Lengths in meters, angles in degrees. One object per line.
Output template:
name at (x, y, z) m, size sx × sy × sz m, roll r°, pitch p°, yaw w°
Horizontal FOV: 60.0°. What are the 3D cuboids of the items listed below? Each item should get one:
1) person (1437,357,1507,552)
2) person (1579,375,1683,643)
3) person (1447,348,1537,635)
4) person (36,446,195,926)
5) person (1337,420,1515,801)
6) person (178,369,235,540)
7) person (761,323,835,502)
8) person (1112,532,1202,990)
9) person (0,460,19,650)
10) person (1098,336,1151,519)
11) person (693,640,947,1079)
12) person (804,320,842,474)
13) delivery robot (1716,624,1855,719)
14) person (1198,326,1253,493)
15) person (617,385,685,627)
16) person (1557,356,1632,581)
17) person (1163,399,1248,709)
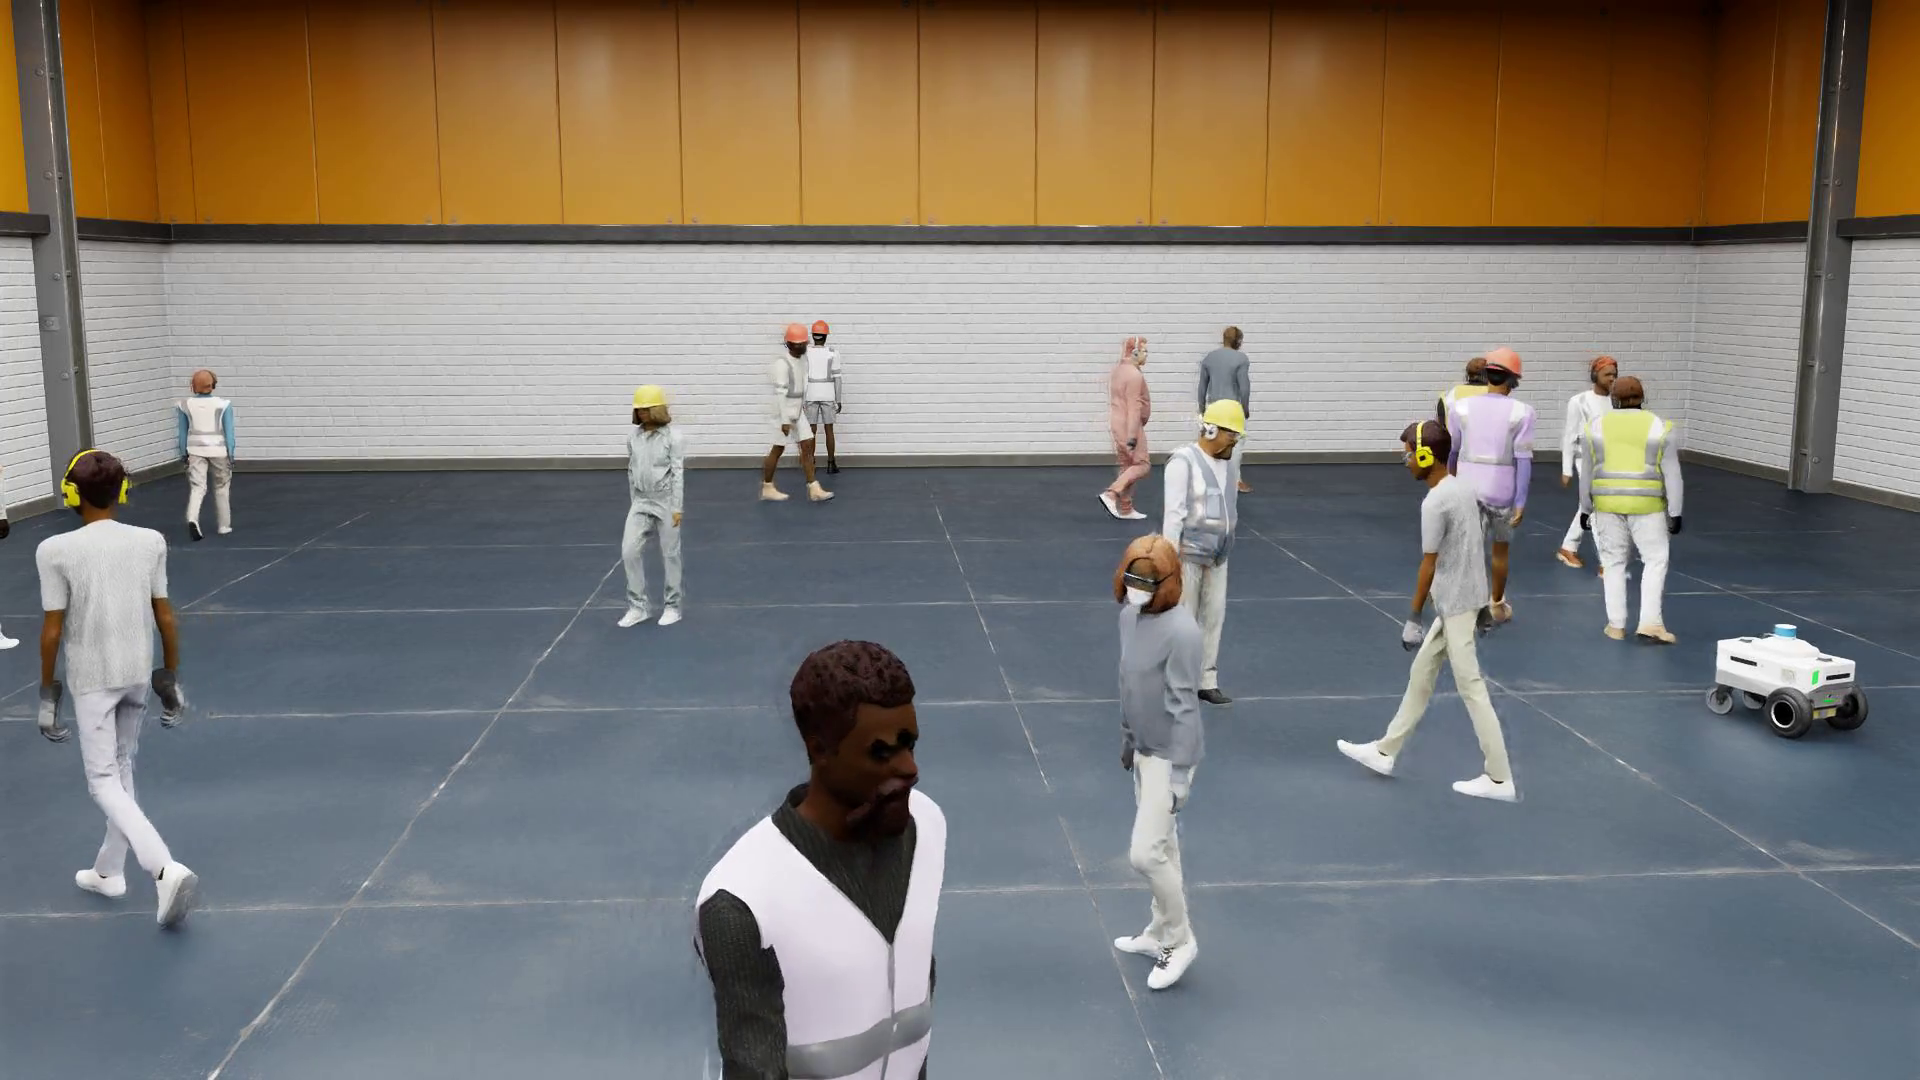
person at (4.446, -0.698, 14.522) m, size 0.624 × 1.806 × 0.948 m, roll 4°, pitch 10°, yaw 24°
person at (4.570, -0.205, 11.374) m, size 0.682 × 1.821 × 0.503 m, roll 5°, pitch 10°, yaw 29°
person at (3.696, -0.337, 11.621) m, size 0.637 × 1.986 × 0.963 m, roll 4°, pitch 10°, yaw 26°
person at (-3.272, 0.561, 6.453) m, size 0.841 × 1.847 × 0.518 m, roll 6°, pitch 11°, yaw 32°
person at (2.271, 0.328, 8.015) m, size 0.945 × 1.807 × 0.572 m, roll 5°, pitch 10°, yaw 28°
person at (-7.158, -0.810, 15.784) m, size 0.522 × 1.616 × 0.740 m, roll -1°, pitch 9°, yaw -9°
person at (-1.808, -1.377, 18.202) m, size 1.019 × 1.973 × 0.613 m, roll 5°, pitch 10°, yaw 29°
person at (0.695, 0.770, 5.821) m, size 0.352 × 1.619 × 0.602 m, roll -3°, pitch 9°, yaw -17°
person at (-6.586, -0.202, 10.978) m, size 0.594 × 1.926 × 0.366 m, roll 0°, pitch 9°, yaw -1°
person at (1.693, -1.118, 16.875) m, size 0.493 × 1.890 × 0.651 m, roll -2°, pitch 9°, yaw -14°
person at (-0.179, 1.100, 2.894) m, size 0.565 × 1.894 × 0.597 m, roll 7°, pitch 11°, yaw 38°
person at (-1.761, -1.796, 20.958) m, size 0.552 × 1.935 × 0.366 m, roll 0°, pitch 9°, yaw 3°
delivery robot at (4.574, 0.712, 9.242) m, size 0.477 × 0.478 × 0.707 m, roll -4°, pitch 10°, yaw -23°
person at (3.059, -1.518, 19.372) m, size 0.381 × 1.922 × 0.821 m, roll -7°, pitch 12°, yaw -39°
person at (-2.181, -0.226, 11.763) m, size 0.499 × 1.725 × 0.606 m, roll 3°, pitch 10°, yaw 19°
person at (5.336, -0.615, 13.901) m, size 0.587 × 1.834 × 1.011 m, roll -3°, pitch 9°, yaw -16°
person at (1.331, 0.068, 9.721) m, size 0.638 × 1.792 × 0.655 m, roll -8°, pitch 12°, yaw -40°
